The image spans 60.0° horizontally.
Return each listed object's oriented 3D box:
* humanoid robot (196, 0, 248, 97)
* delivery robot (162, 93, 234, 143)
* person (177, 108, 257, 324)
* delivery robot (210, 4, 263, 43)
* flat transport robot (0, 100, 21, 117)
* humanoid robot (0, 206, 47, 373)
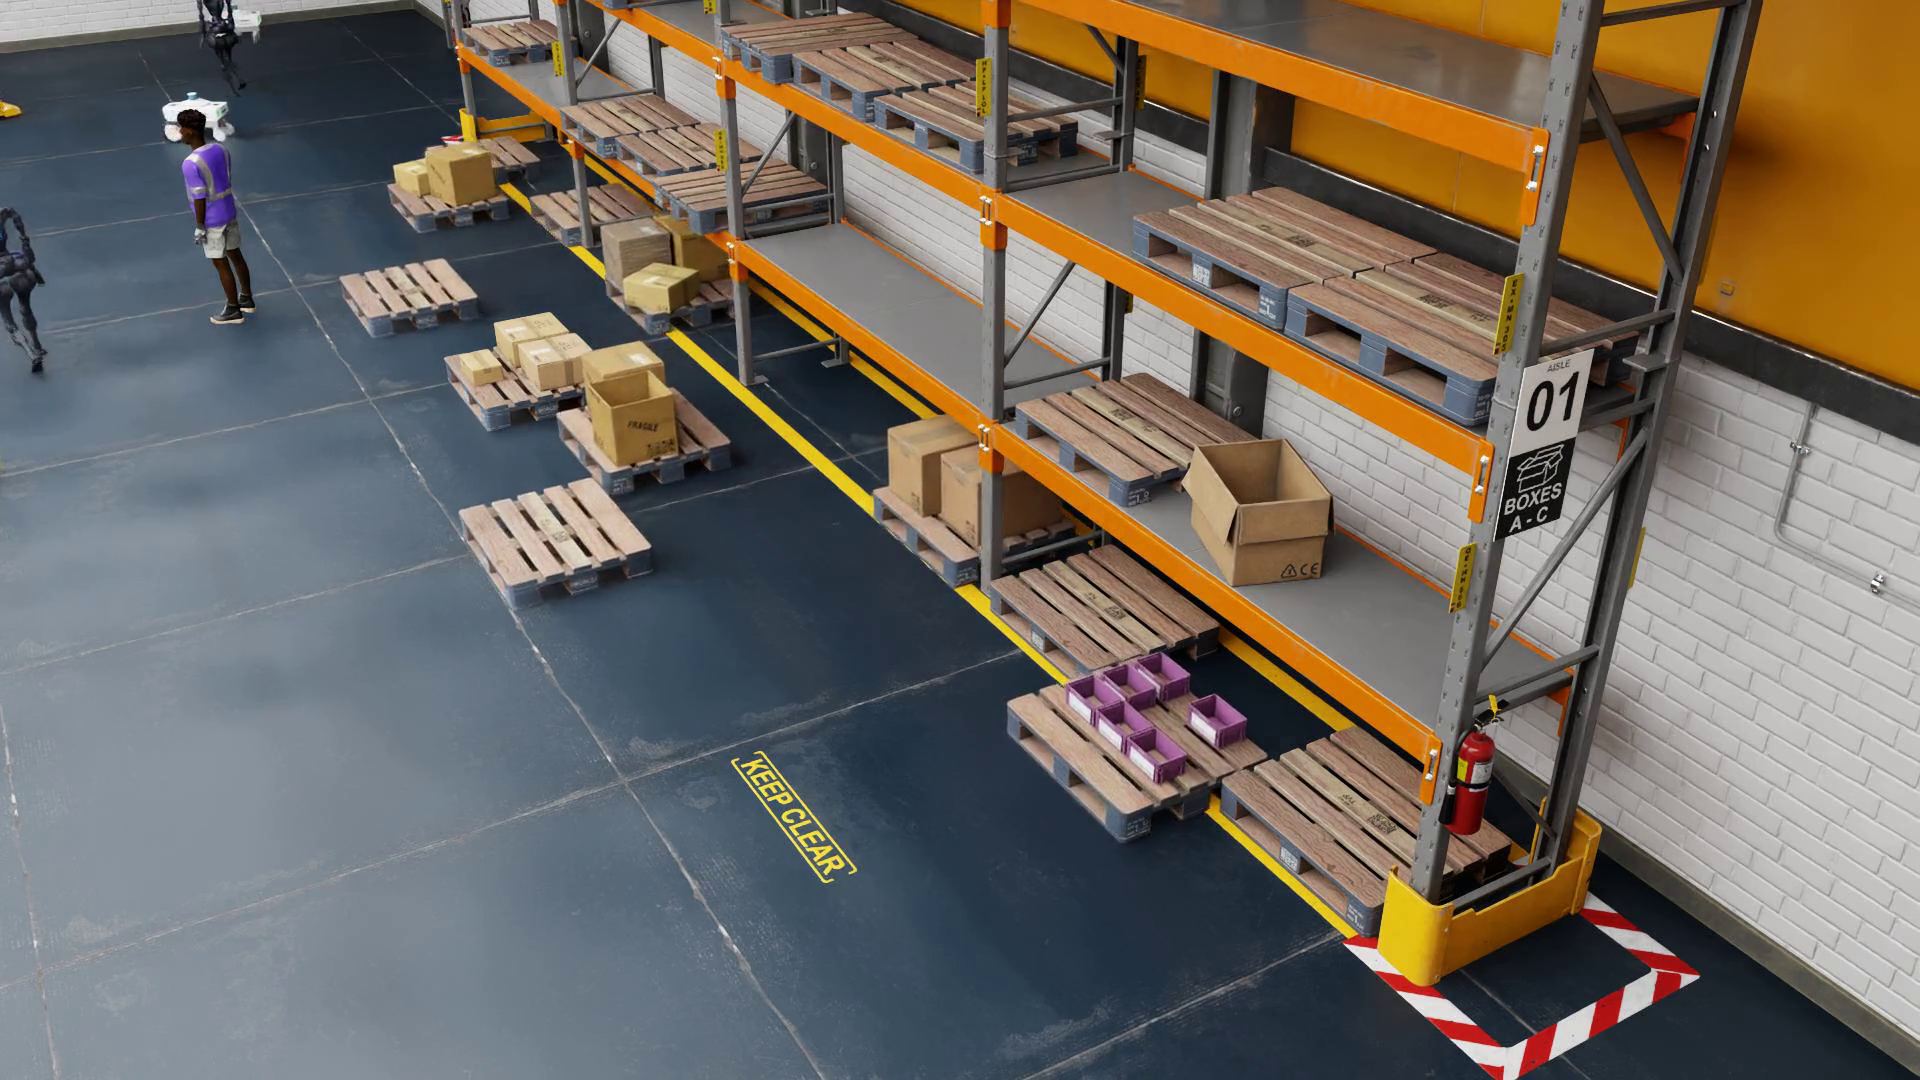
[{"bbox_3d":[-9.850,-6.734,22.097,0.345,1.649,0.599,14,32,23],"label":"humanoid robot"},{"bbox_3d":[-9.435,-5.229,20.561,0.774,0.583,0.499,-1,30,-1],"label":"delivery robot"},{"bbox_3d":[-6.770,-2.937,15.096,0.368,1.966,0.604,3,30,6],"label":"person"},{"bbox_3d":[-10.903,-7.752,25.023,0.762,0.590,0.525,-11,31,-18],"label":"delivery robot"},{"bbox_3d":[-12.856,-5.413,21.189,0.659,0.231,1.431,20,35,32],"label":"flat transport robot"},{"bbox_3d":[-8.135,-2.261,14.238,0.673,1.652,0.604,19,35,30],"label":"humanoid robot"}]
